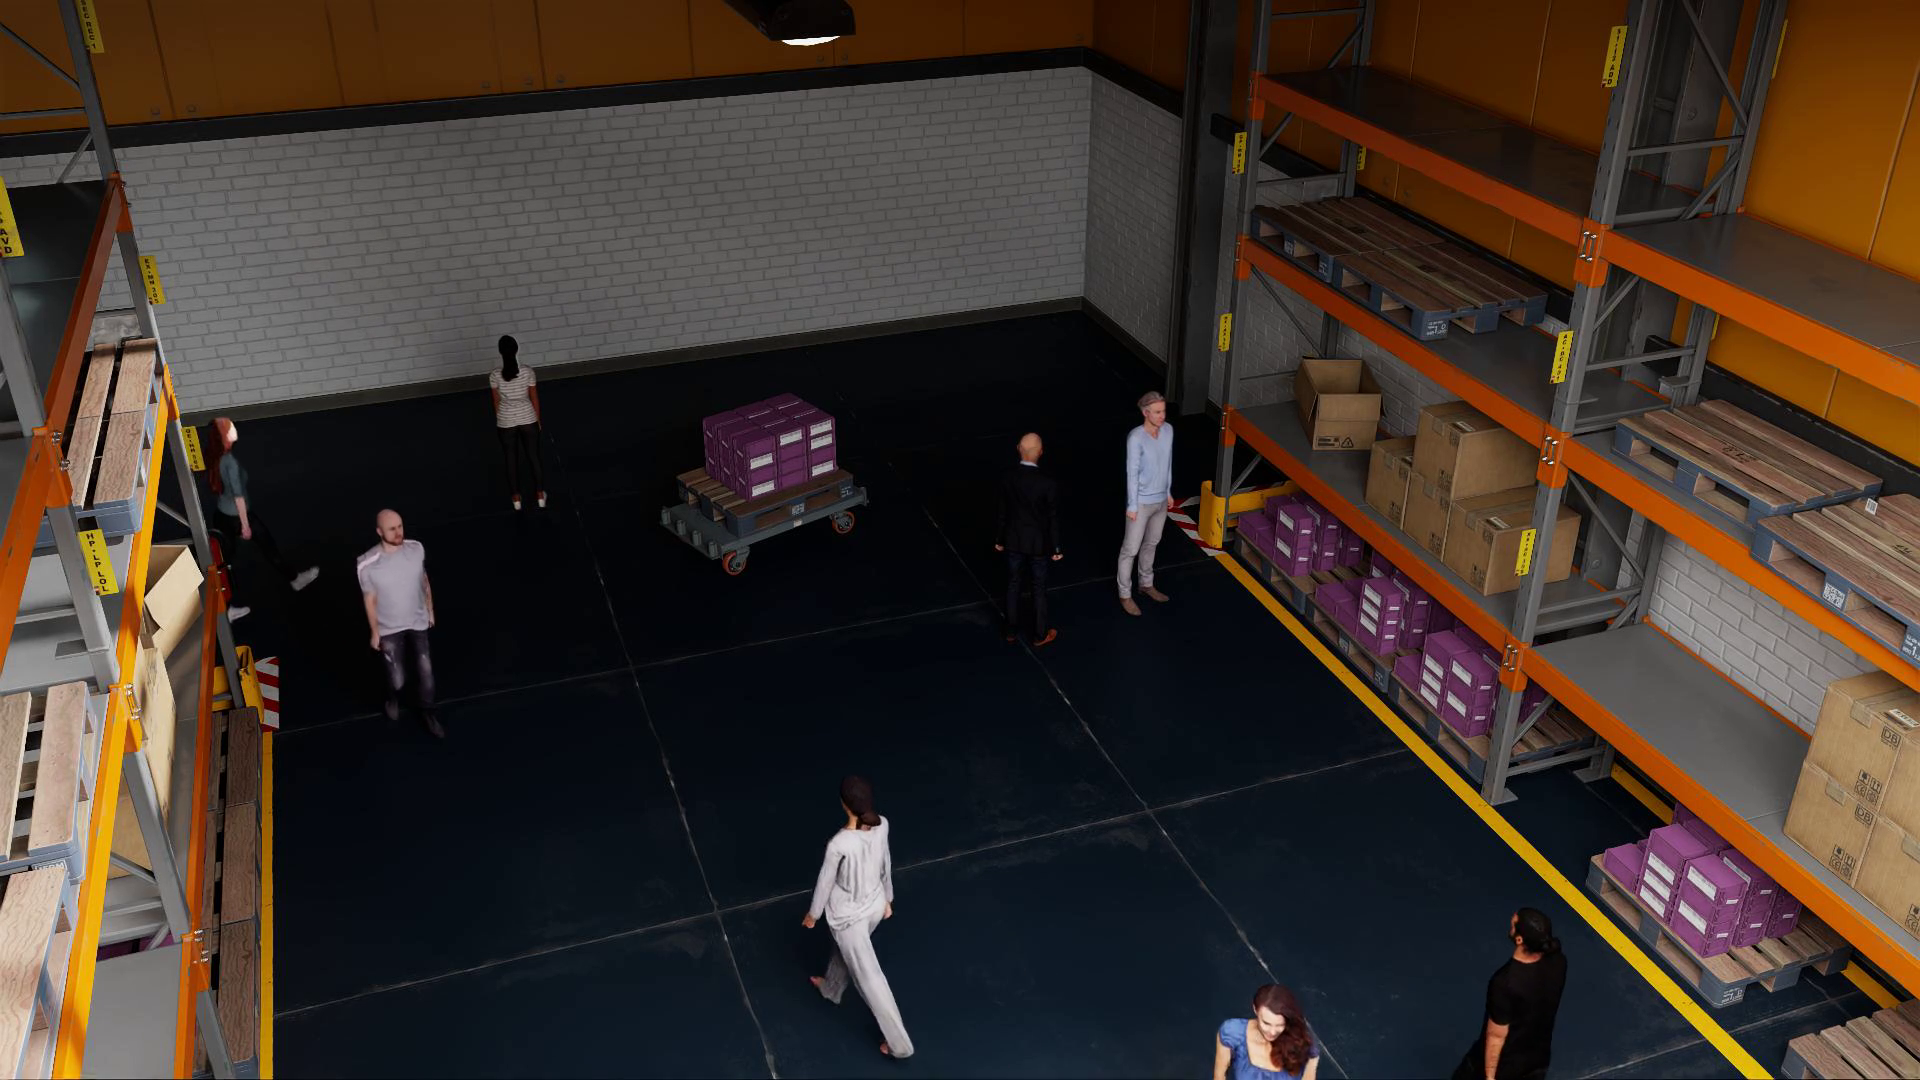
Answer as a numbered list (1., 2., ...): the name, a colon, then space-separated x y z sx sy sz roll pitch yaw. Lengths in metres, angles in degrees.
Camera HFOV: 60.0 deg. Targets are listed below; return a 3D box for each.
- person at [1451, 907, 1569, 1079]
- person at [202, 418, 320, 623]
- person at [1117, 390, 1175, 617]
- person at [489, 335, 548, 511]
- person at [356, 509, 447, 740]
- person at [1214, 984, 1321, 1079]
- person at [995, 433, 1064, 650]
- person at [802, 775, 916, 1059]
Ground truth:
1. person: 2.788 2.587 8.206 0.733 1.727 1.070 -14 32 -24
2. person: -5.811 -0.116 13.198 1.141 1.691 1.048 21 35 33
3. person: 1.496 -0.326 13.372 0.729 1.894 0.704 -22 36 -35
4. person: -3.984 -1.060 14.979 0.548 1.644 0.496 -9 30 -17
5. person: -4.000 0.573 11.804 0.830 1.817 0.933 -23 36 -36
6. person: 1.406 2.734 7.862 0.798 1.798 0.839 3 29 6
7. person: 0.521 0.005 12.865 0.772 1.798 0.817 11 30 19
8. person: -0.504 2.097 9.098 1.184 1.732 0.950 24 37 37
